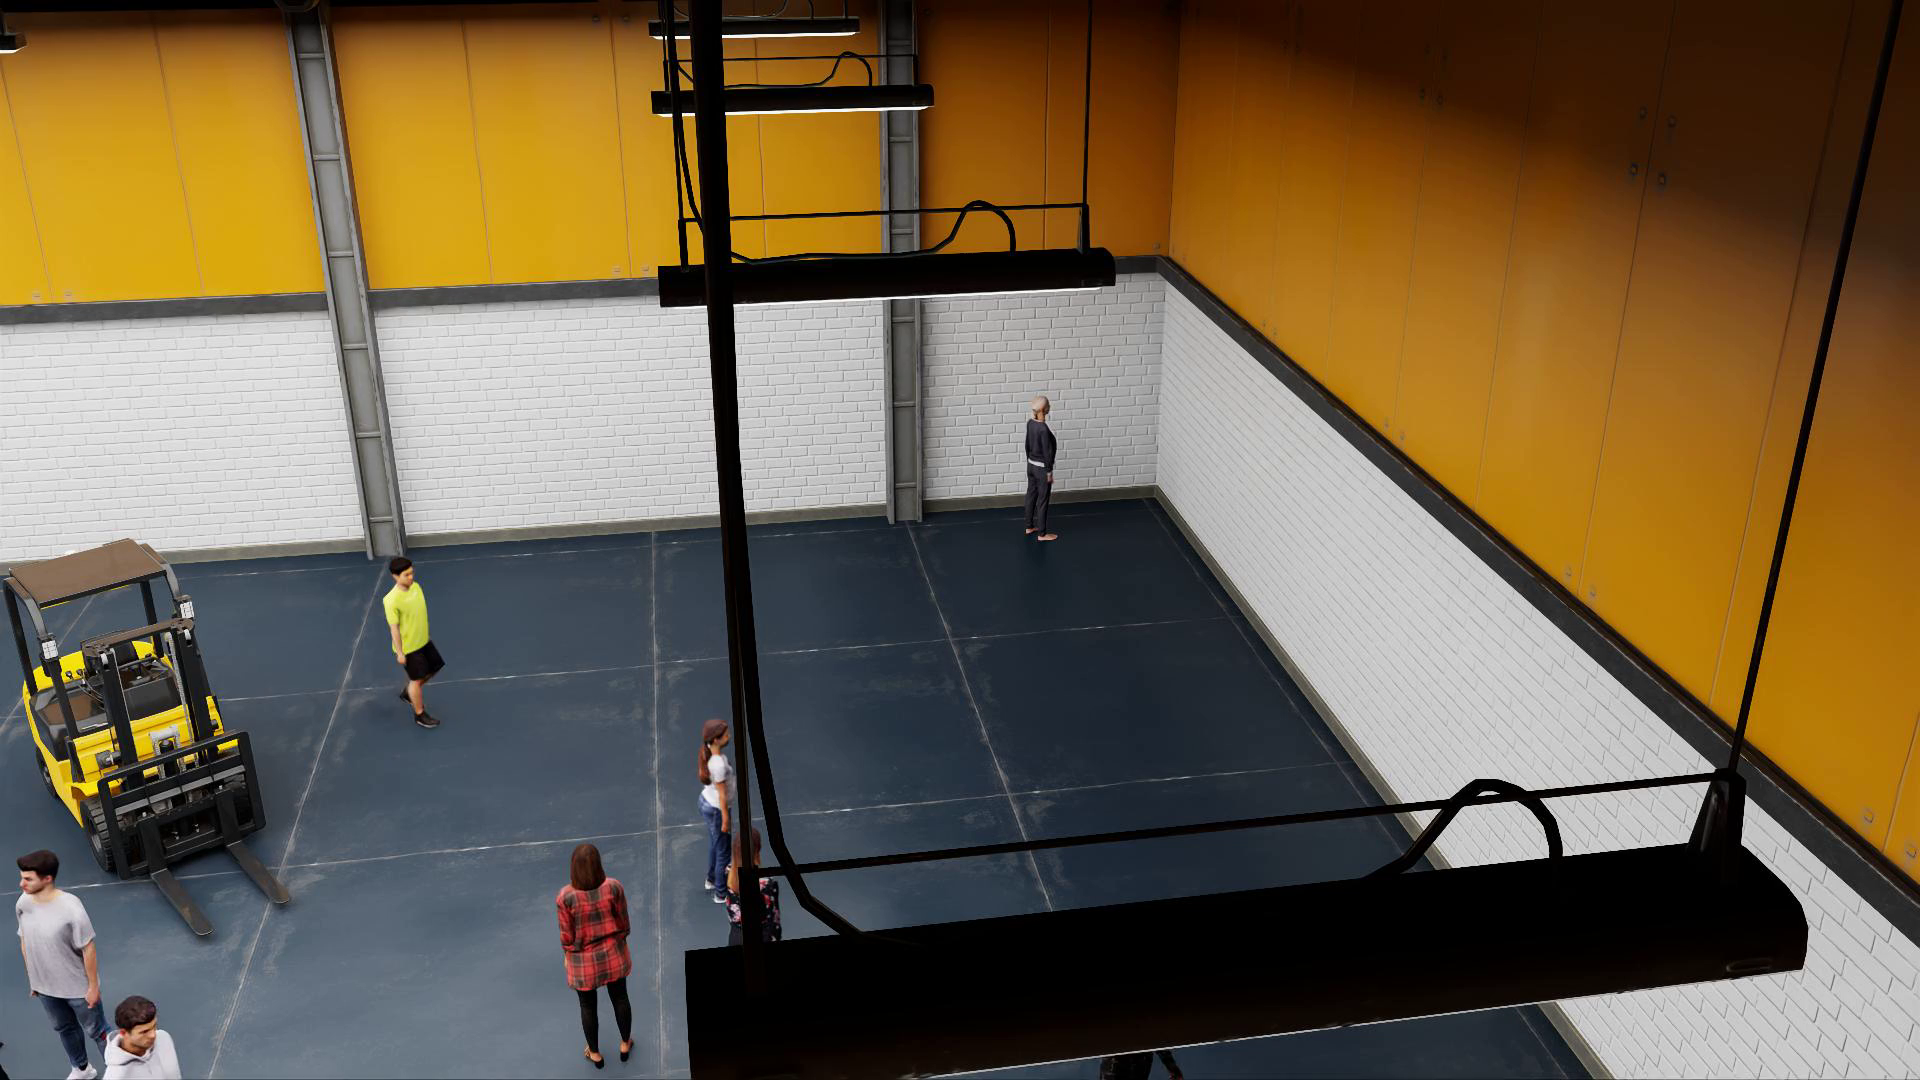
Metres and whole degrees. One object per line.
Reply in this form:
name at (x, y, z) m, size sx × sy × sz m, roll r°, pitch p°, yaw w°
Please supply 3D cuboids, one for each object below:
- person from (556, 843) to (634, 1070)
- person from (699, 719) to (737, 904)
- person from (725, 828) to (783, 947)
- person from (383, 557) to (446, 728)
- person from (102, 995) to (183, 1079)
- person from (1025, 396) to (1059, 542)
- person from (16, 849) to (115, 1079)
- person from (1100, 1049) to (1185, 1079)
person at (-2.415, 2.751, 11.048) m, size 0.547 × 1.702 × 0.711 m, roll -9°, pitch 25°, yaw -20°
person at (-1.863, 2.063, 12.798) m, size 0.585 × 1.561 × 0.581 m, roll -10°, pitch 26°, yaw -22°
person at (-1.397, 2.682, 11.229) m, size 0.632 × 1.683 × 0.704 m, roll 13°, pitch 27°, yaw 28°
person at (-5.087, 0.923, 15.244) m, size 0.859 × 1.691 × 0.792 m, roll 7°, pitch 25°, yaw 15°
person at (-4.525, 3.371, 9.344) m, size 0.699 × 1.930 × 0.744 m, roll 3°, pitch 24°, yaw 6°
person at (0.920, -0.854, 19.266) m, size 0.637 × 1.725 × 0.670 m, roll -13°, pitch 27°, yaw -27°
person at (-5.746, 2.801, 10.705) m, size 0.649 × 1.885 × 0.808 m, roll 5°, pitch 24°, yaw 12°
person at (0.896, 3.213, 9.894) m, size 1.248 × 1.779 × 1.055 m, roll 8°, pitch 25°, yaw 18°
